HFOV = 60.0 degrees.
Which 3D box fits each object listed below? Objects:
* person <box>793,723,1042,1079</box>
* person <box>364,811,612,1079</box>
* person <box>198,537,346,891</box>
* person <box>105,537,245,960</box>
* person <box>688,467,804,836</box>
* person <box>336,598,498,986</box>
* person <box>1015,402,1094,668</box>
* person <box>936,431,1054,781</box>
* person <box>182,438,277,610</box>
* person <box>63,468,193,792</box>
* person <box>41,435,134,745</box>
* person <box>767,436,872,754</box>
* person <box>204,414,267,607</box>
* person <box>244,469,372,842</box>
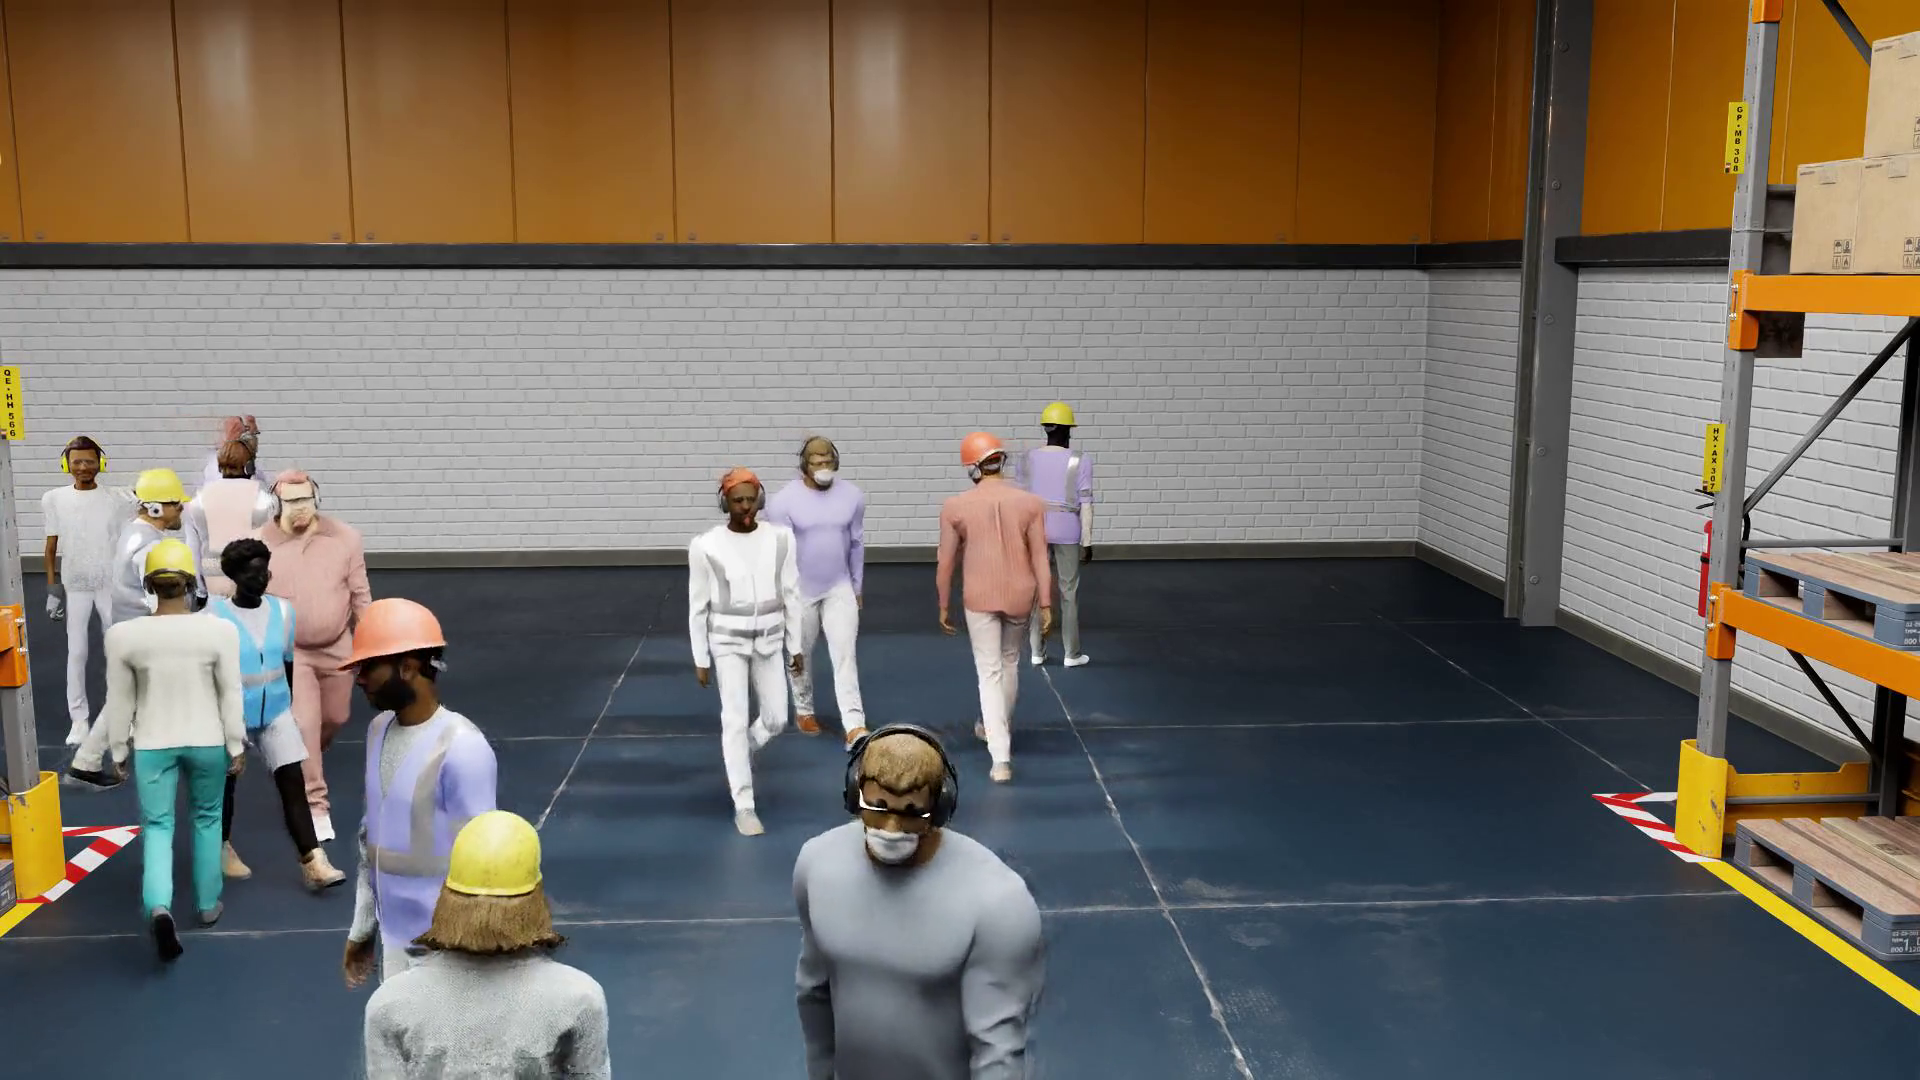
[{"bbox_3d":[-0.156,1.321,3.617,0.641,1.889,0.934,5,10,27],"label":"person"},{"bbox_3d":[-1.000,1.419,3.585,0.505,1.699,0.815,-2,9,-10],"label":"person"},{"bbox_3d":[-3.220,0.806,7.605,0.854,1.641,0.528,7,12,39],"label":"person"},{"bbox_3d":[-3.290,0.865,6.985,0.529,1.746,0.737,-3,10,-19],"label":"person"},{"bbox_3d":[-1.119,0.545,8.567,0.589,1.870,0.580,-4,10,-25],"label":"person"},{"bbox_3d":[-1.495,1.134,4.829,0.710,1.901,0.346,8,12,41],"label":"person"},{"bbox_3d":[0.686,-0.032,12.032,0.588,1.923,0.383,3,10,20],"label":"person"},{"bbox_3d":[0.192,0.353,9.542,0.645,1.930,1.003,-2,9,-13],"label":"person"},{"bbox_3d":[-4.392,0.298,10.214,0.624,1.844,0.430,-1,9,-5],"label":"person"},{"bbox_3d":[-4.534,0.495,9.188,0.897,1.785,0.595,-5,10,-27],"label":"person"},{"bbox_3d":[-5.274,0.298,10.110,0.513,1.876,0.328,-5,10,-29],"label":"person"},{"bbox_3d":[-0.823,0.327,9.904,0.633,1.877,1.063,-3,10,-20],"label":"person"},{"bbox_3d":[-5.115,0.040,11.769,0.655,1.869,0.958,8,12,40],"label":"person"},{"bbox_3d":[-3.395,0.542,8.629,0.640,1.871,0.911,-7,11,-37],"label":"person"}]
